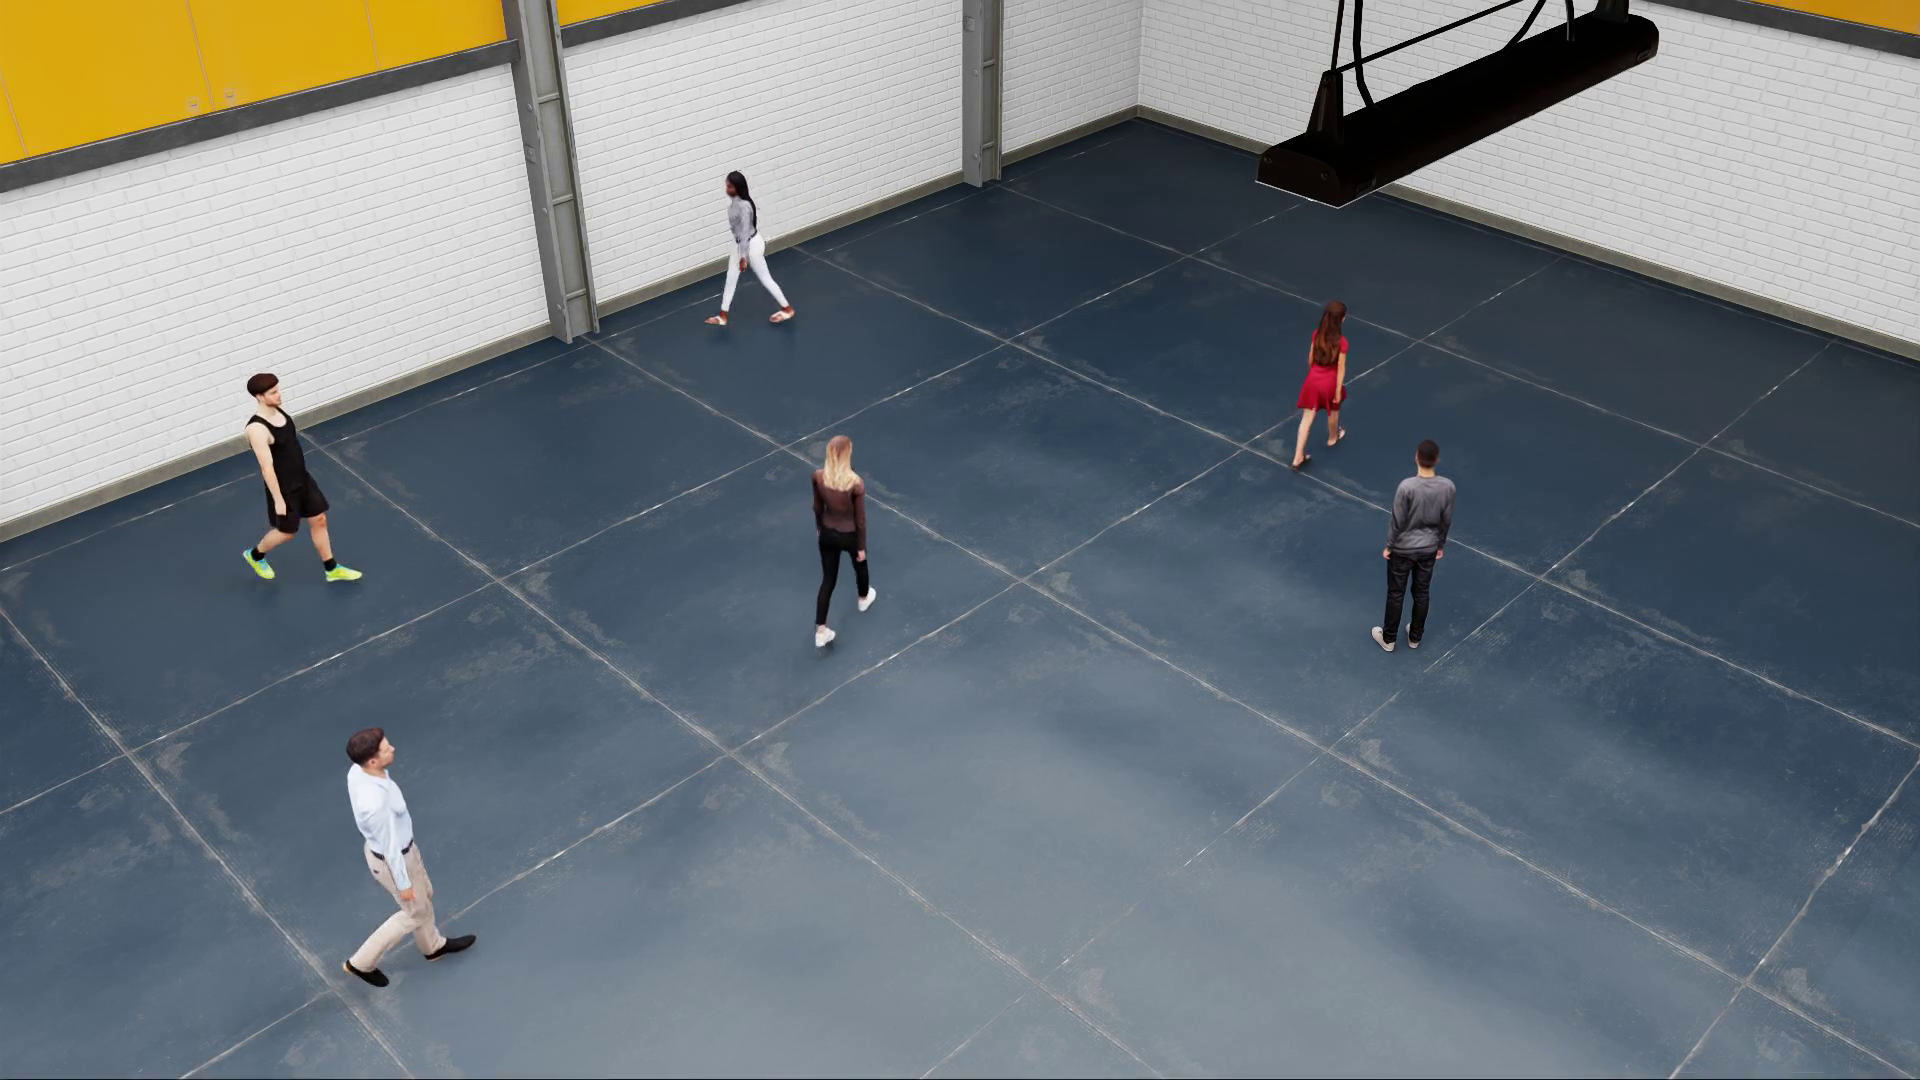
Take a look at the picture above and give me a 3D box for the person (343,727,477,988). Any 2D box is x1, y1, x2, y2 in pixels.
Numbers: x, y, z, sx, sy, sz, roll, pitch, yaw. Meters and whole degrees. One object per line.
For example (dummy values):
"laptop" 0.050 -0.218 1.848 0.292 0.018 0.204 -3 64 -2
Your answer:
"person" -3.320 1.844 9.543 1.072 1.823 0.818 -17 37 -24

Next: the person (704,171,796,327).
"person" -2.057 -2.939 16.872 1.255 1.675 0.930 -10 35 -15

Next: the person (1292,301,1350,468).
"person" 3.155 -1.341 14.616 0.634 1.512 1.058 24 40 31

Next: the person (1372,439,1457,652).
"person" 3.359 0.046 12.303 0.671 1.761 0.757 -4 34 -5

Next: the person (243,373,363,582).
"person" -5.311 -0.440 12.941 1.196 1.864 1.175 2 34 3

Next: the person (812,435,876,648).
"person" -0.931 0.034 12.409 0.910 1.664 1.182 13 36 19
